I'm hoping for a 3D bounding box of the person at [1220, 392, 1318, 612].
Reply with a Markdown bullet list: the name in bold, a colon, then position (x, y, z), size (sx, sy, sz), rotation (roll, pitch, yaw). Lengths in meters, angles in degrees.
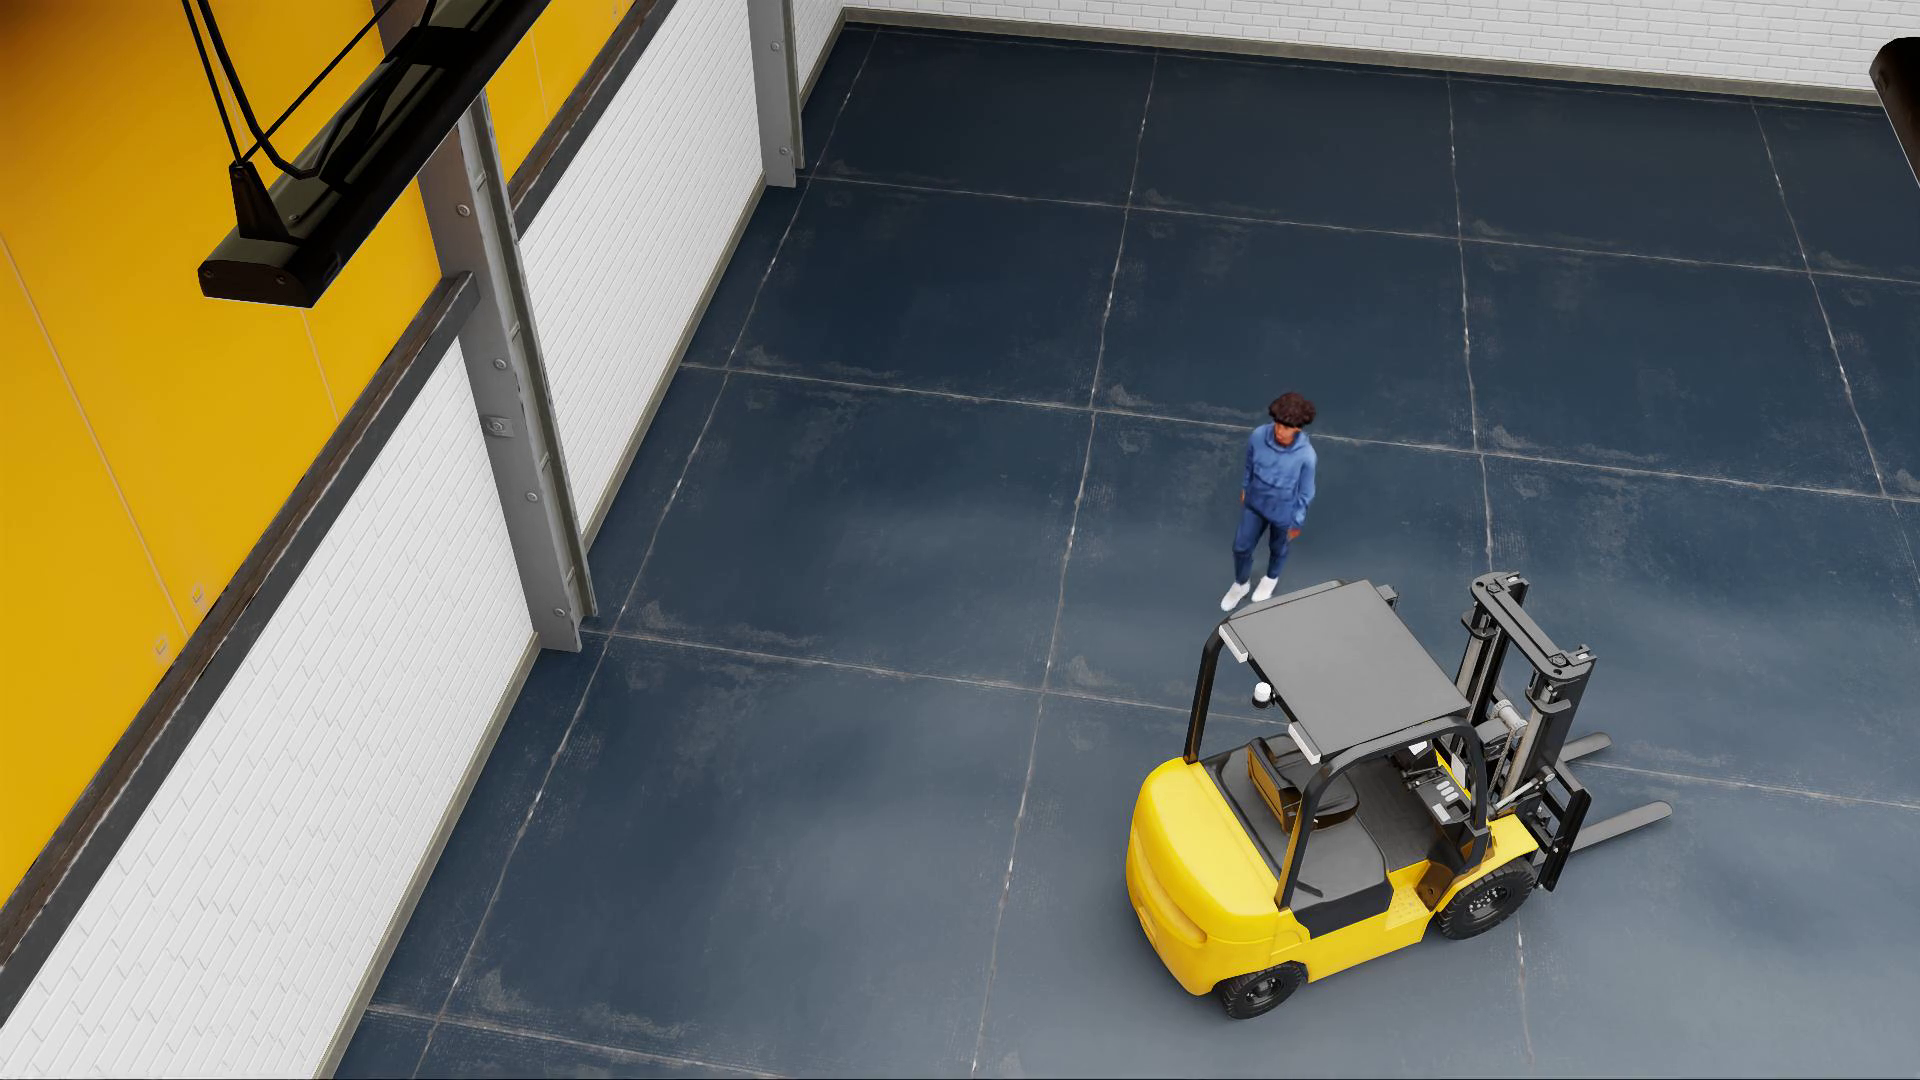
- **person**: position (2.145, -0.299, 11.142), size (0.834, 1.793, 0.868), rotation (26, 50, 25)
